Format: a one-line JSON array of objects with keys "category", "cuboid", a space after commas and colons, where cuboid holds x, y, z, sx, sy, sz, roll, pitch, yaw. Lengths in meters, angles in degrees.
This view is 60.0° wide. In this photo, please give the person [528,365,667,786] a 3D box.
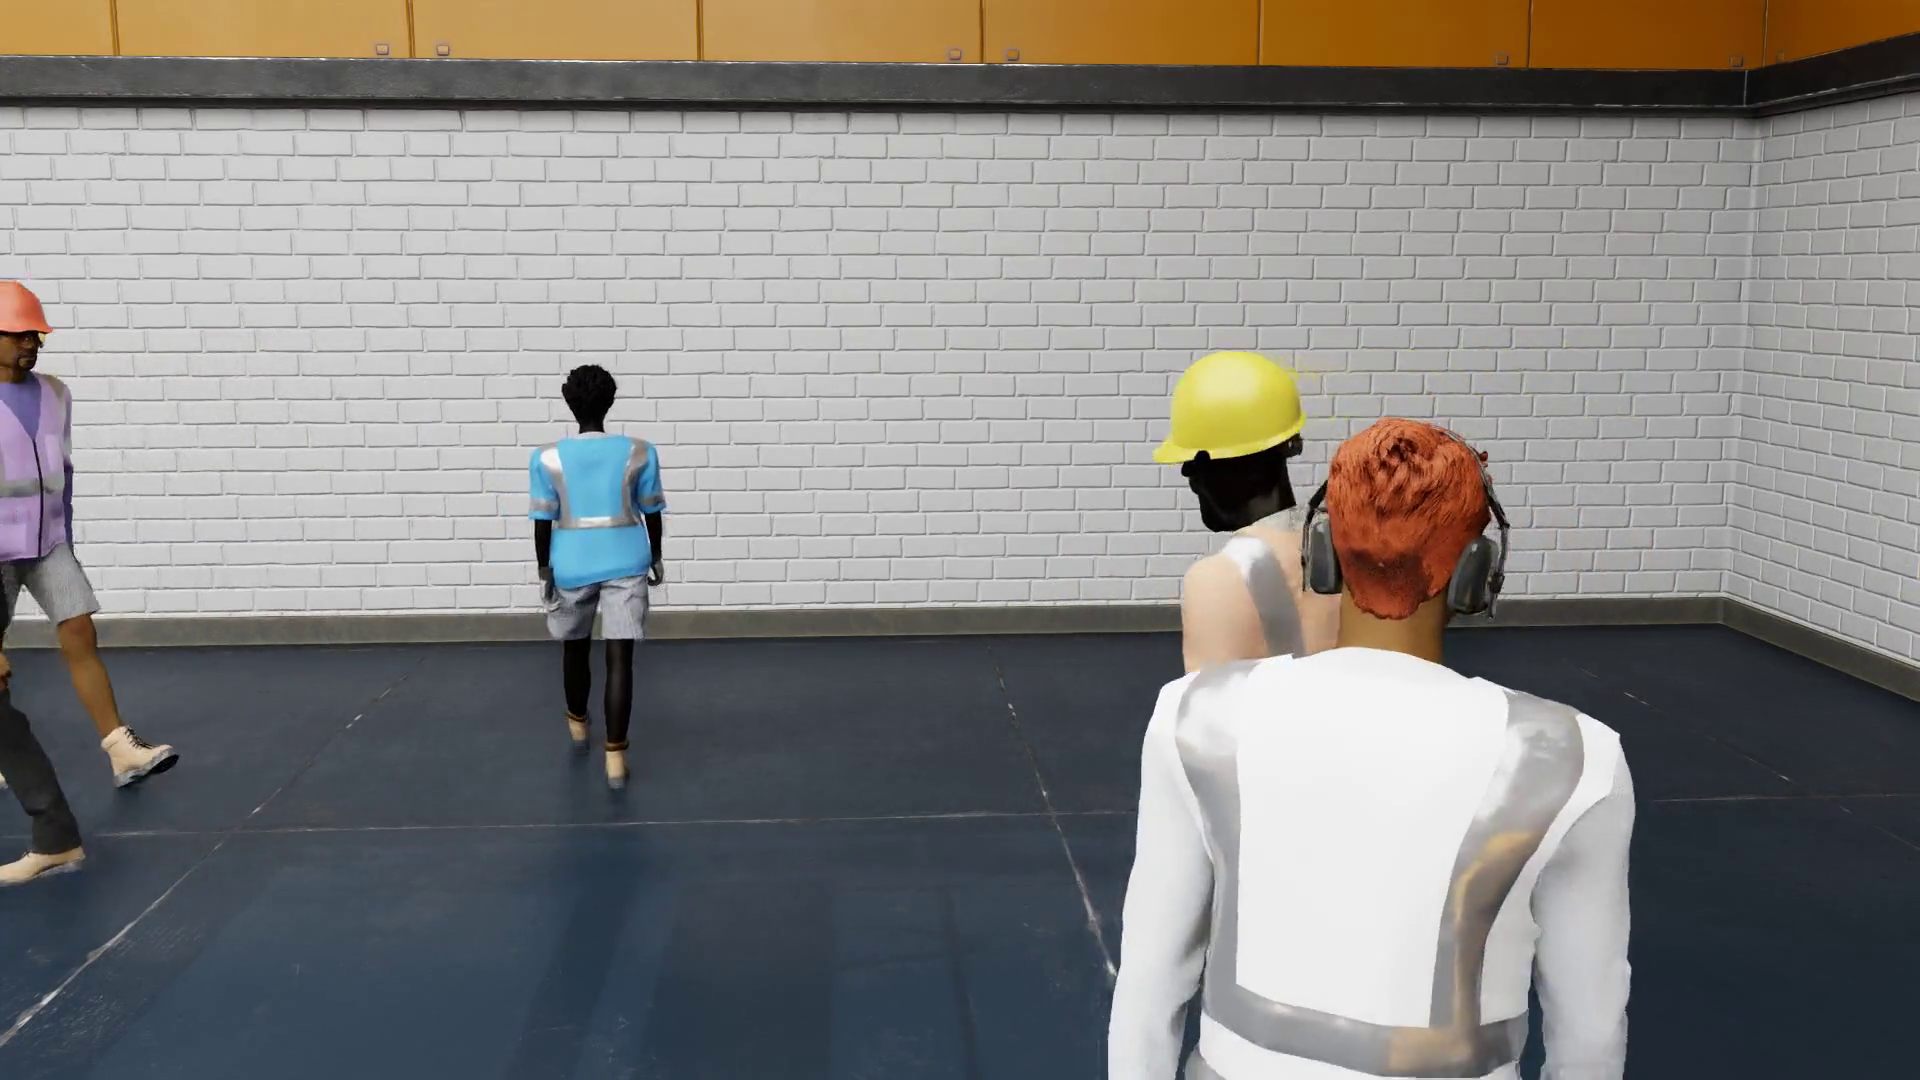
[{"category": "person", "cuboid": [-1.474, 0.114, 6.838, 0.542, 1.658, 0.857, -2, 9, -10]}]

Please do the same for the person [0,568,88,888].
[{"category": "person", "cuboid": [-3.298, 0.300, 5.245, 0.967, 1.793, 0.536, -8, 12, -40]}]

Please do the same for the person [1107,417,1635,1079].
[{"category": "person", "cuboid": [0.528, 0.770, 2.123, 0.582, 1.850, 0.836, 5, 10, 29]}]

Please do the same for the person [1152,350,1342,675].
[{"category": "person", "cuboid": [0.623, 0.576, 3.244, 0.508, 1.890, 0.620, 8, 12, 41]}]

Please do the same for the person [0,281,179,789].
[{"category": "person", "cuboid": [-3.573, 0.016, 6.416, 1.030, 1.990, 0.638, 4, 10, 22]}]
